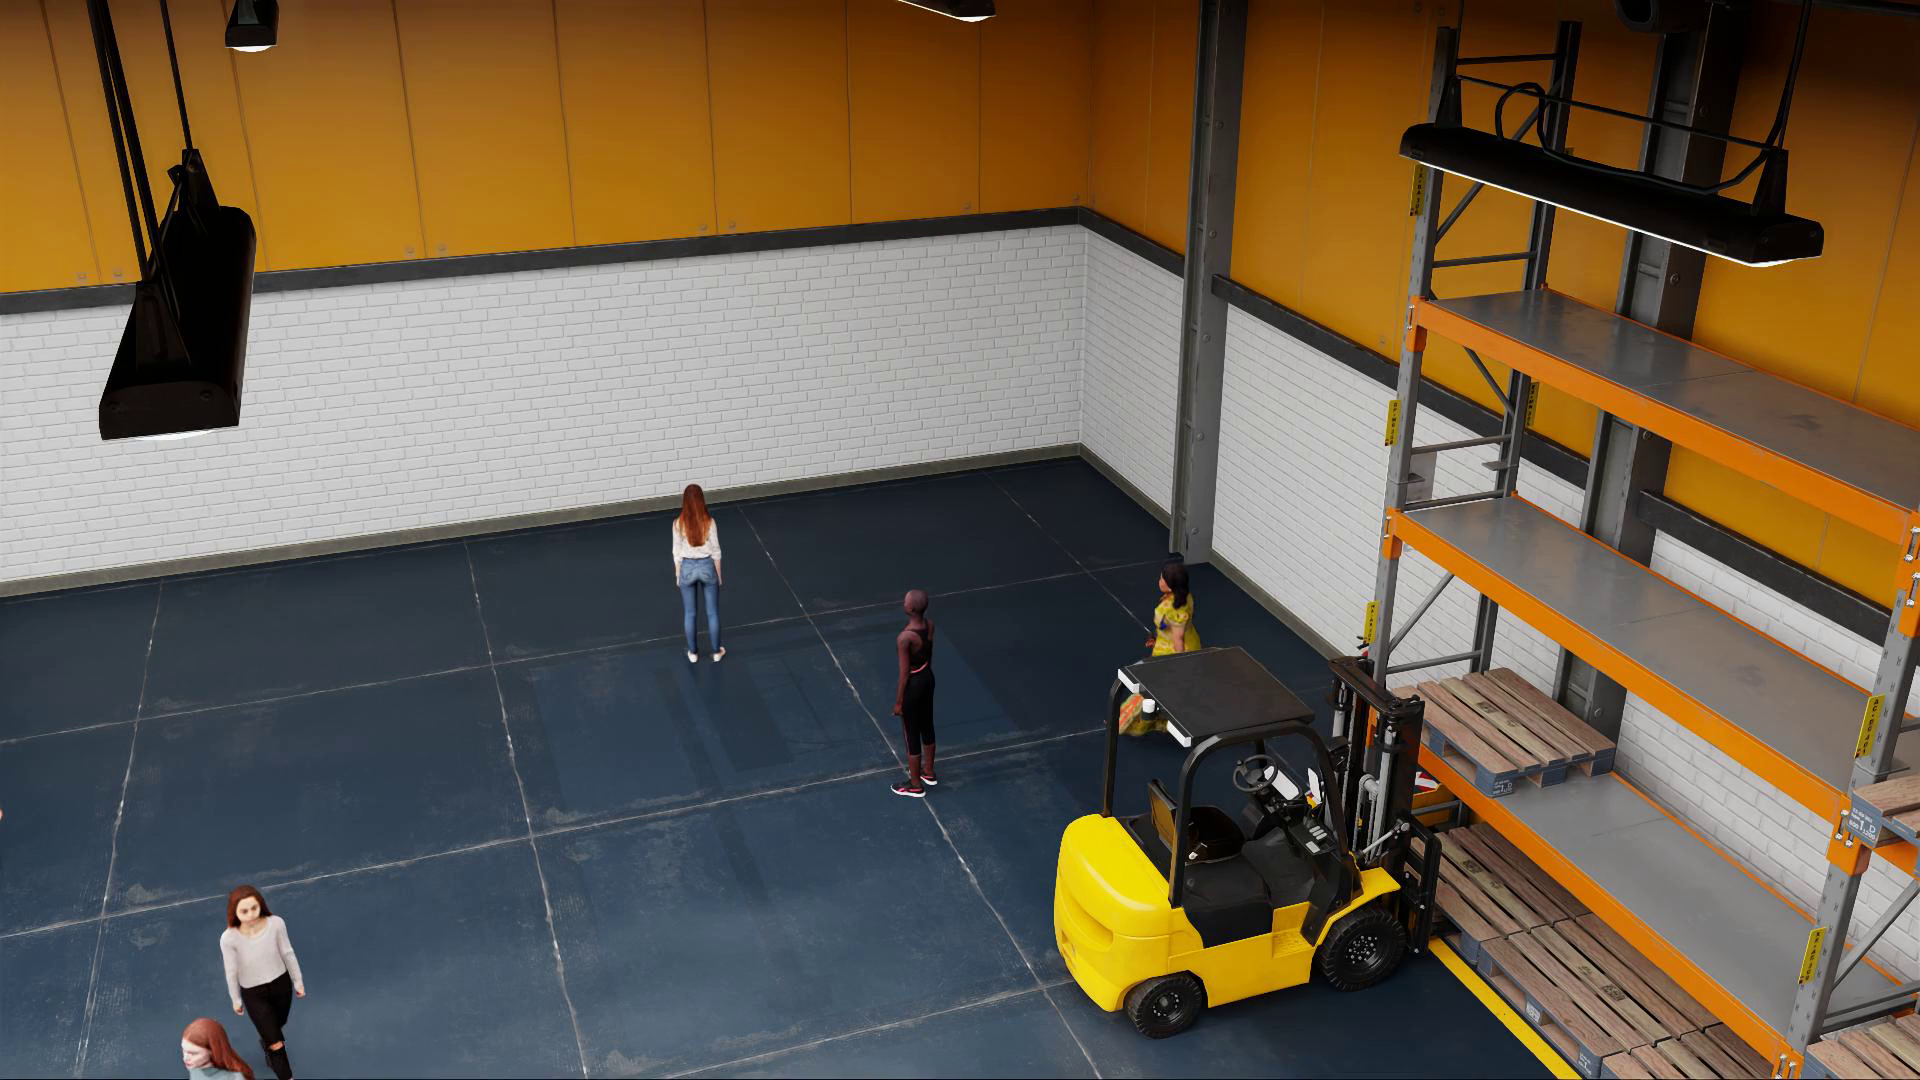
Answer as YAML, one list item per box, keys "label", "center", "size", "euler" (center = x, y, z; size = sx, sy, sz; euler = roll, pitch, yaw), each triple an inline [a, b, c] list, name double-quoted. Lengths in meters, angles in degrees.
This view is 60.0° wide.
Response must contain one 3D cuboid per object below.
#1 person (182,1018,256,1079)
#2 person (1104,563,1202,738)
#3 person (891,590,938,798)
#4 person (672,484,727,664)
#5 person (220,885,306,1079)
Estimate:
- label: "person"
  center: [-3.713, 3.133, 8.654]
  size: [0.720, 1.734, 0.794]
  euler: [14, 27, 29]
- label: "person"
  center: [1.875, 0.966, 13.759]
  size: [1.238, 1.615, 1.270]
  euler: [6, 24, 13]
- label: "person"
  center: [-0.332, 1.188, 13.074]
  size: [0.704, 1.758, 0.665]
  euler: [14, 27, 29]
- label: "person"
  center: [-2.382, 0.300, 15.142]
  size: [0.629, 1.728, 0.579]
  euler: [-2, 24, -4]
- label: "person"
  center: [-4.201, 2.682, 10.033]
  size: [0.769, 1.455, 1.036]
  euler: [-19, 30, -36]
